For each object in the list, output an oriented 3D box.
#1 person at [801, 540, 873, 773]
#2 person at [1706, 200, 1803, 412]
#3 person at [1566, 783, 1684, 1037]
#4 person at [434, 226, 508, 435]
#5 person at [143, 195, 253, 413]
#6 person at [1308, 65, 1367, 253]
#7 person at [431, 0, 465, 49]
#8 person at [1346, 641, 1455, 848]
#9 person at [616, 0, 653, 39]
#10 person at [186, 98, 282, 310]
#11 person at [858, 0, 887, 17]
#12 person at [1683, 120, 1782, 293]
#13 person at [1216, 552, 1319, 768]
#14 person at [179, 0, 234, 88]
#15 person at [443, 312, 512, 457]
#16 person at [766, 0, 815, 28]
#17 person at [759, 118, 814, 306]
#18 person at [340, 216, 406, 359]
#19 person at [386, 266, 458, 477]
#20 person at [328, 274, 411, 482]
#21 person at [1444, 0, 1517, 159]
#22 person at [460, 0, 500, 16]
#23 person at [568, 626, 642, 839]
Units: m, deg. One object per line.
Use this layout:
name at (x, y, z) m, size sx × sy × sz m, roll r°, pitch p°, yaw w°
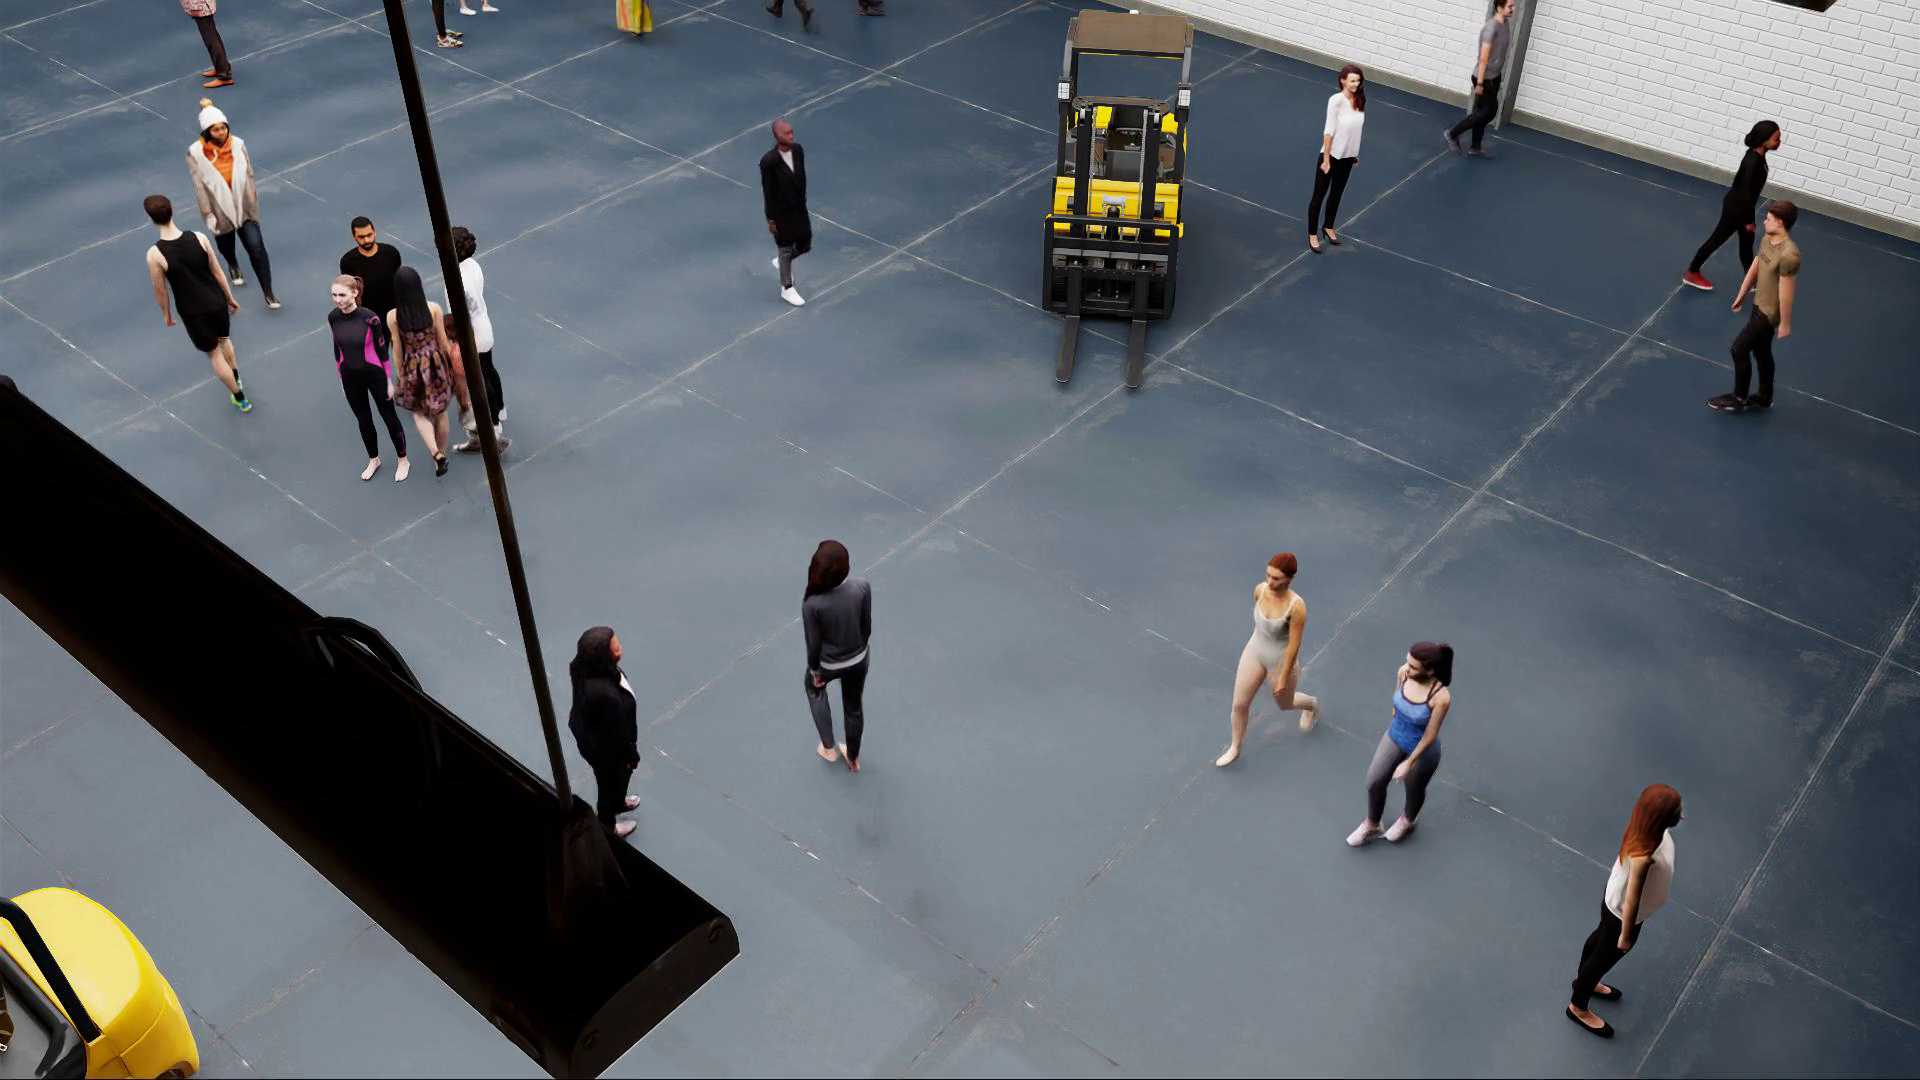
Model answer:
person at (-0.698, 0.759, 10.087) m, size 0.733 × 1.755 × 0.766 m, roll -14°, pitch 41°, yaw -17°
person at (6.514, -1.801, 13.249) m, size 0.951 × 1.810 × 0.878 m, roll -1°, pitch 39°, yaw -1°
person at (3.467, 1.902, 8.683) m, size 0.584 × 1.722 × 0.622 m, roll 17°, pitch 41°, yaw 20°
person at (-3.830, -1.646, 13.055) m, size 0.767 × 1.810 × 0.731 m, roll 1°, pitch 39°, yaw 2°
person at (-6.008, -1.817, 13.226) m, size 0.764 × 1.864 × 0.875 m, roll -28°, pitch 46°, yaw -30°
person at (3.493, -3.556, 15.459) m, size 0.665 × 1.795 × 0.620 m, roll -22°, pitch 43°, yaw -25°
person at (-6.129, -6.677, 19.356) m, size 0.765 × 1.808 × 0.685 m, roll -7°, pitch 39°, yaw -8°
person at (2.689, 1.178, 9.696) m, size 0.721 × 1.589 × 0.720 m, roll -22°, pitch 44°, yaw -25°
person at (-3.994, -6.822, 19.670) m, size 0.955 × 1.642 × 0.752 m, roll 25°, pitch 45°, yaw 28°
person at (-6.500, -3.001, 14.719) m, size 0.927 × 1.851 × 1.279 m, roll -21°, pitch 43°, yaw -24°
person at (-1.155, -7.329, 20.127) m, size 0.833 × 1.866 × 0.771 m, roll -4°, pitch 39°, yaw -4°
person at (6.857, -2.962, 14.836) m, size 1.043 × 1.644 × 0.699 m, roll 21°, pitch 43°, yaw 24°
person at (1.983, 0.707, 10.265) m, size 0.663 × 1.615 × 0.957 m, roll -32°, pitch 48°, yaw -33°
person at (-8.444, -5.974, 18.479) m, size 0.831 × 1.804 × 0.708 m, roll -13°, pitch 40°, yaw -16°
person at (-3.775, -1.181, 12.878) m, size 0.822 × 1.304 × 0.720 m, roll 2°, pitch 39°, yaw 3°
person at (-2.069, -7.054, 19.780) m, size 1.169 × 1.868 × 0.748 m, roll 30°, pitch 48°, yaw 32°
person at (-1.596, -2.925, 14.707) m, size 0.680 × 1.748 × 0.800 m, roll -31°, pitch 48°, yaw -33°
person at (-4.601, -1.784, 13.270) m, size 0.685 × 1.758 × 0.656 m, roll -22°, pitch 43°, yaw -25°
person at (-3.988, -1.192, 12.528) m, size 0.839 × 1.759 × 0.950 m, roll -16°, pitch 41°, yaw -19°
person at (-4.490, -1.231, 12.581) m, size 0.656 × 1.752 × 0.730 m, roll 3°, pitch 39°, yaw 3°
person at (5.324, -4.763, 17.011) m, size 0.812 × 1.743 × 0.688 m, roll 21°, pitch 43°, yaw 24°
person at (-6.075, -7.012, 20.215) m, size 0.745 × 1.259 × 0.601 m, roll 15°, pitch 41°, yaw 18°
person at (-2.148, 1.181, 9.685) m, size 0.804 × 1.599 × 0.678 m, roll -21°, pitch 43°, yaw -24°
